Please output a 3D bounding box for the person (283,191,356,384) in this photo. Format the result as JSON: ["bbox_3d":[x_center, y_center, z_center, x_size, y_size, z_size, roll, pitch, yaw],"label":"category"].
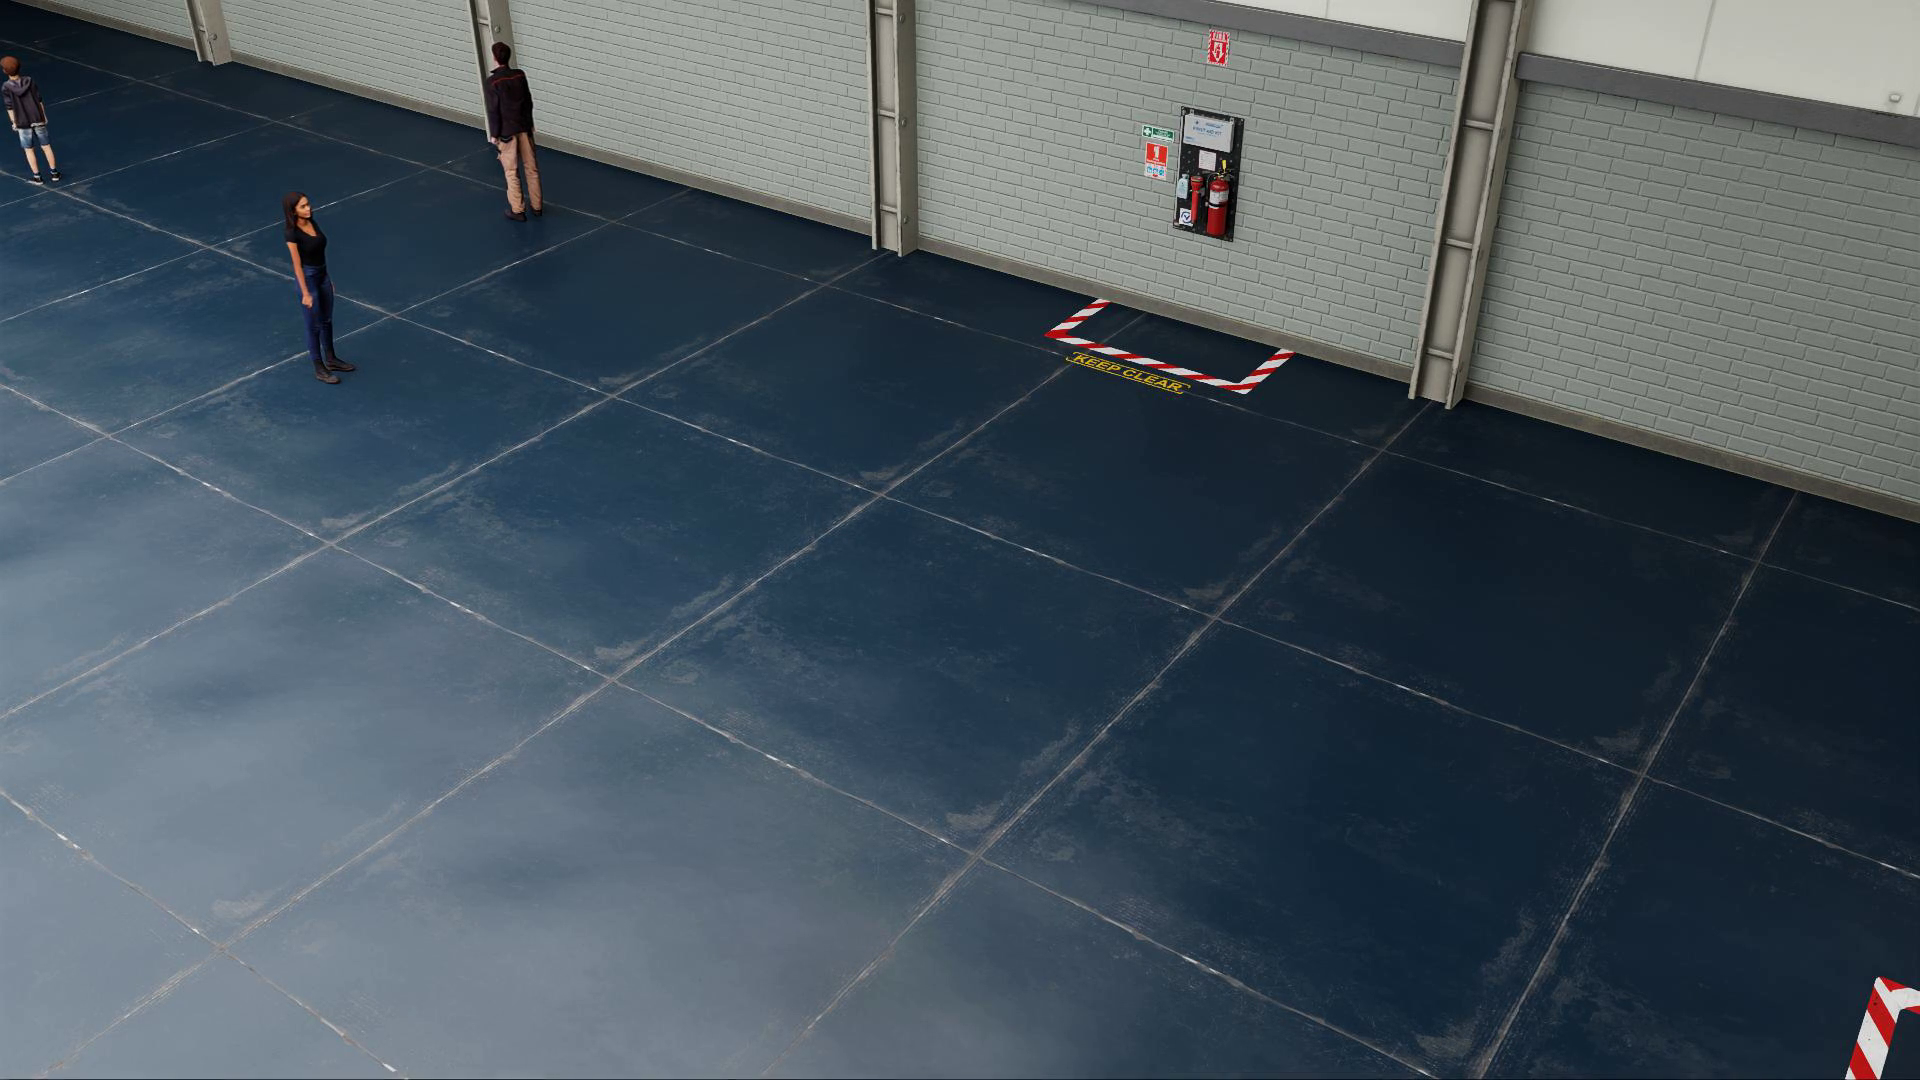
[{"bbox_3d":[-5.717,-2.252,14.696,0.641,1.739,0.642,7,33,11],"label":"person"}]

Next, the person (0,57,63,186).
[{"bbox_3d":[-10.649,-4.811,19.028,0.588,1.446,0.571,-21,38,-30],"label":"person"}]

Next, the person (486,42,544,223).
[{"bbox_3d":[-4.817,-4.401,17.929,0.741,1.924,0.666,-27,41,-36],"label":"person"}]
